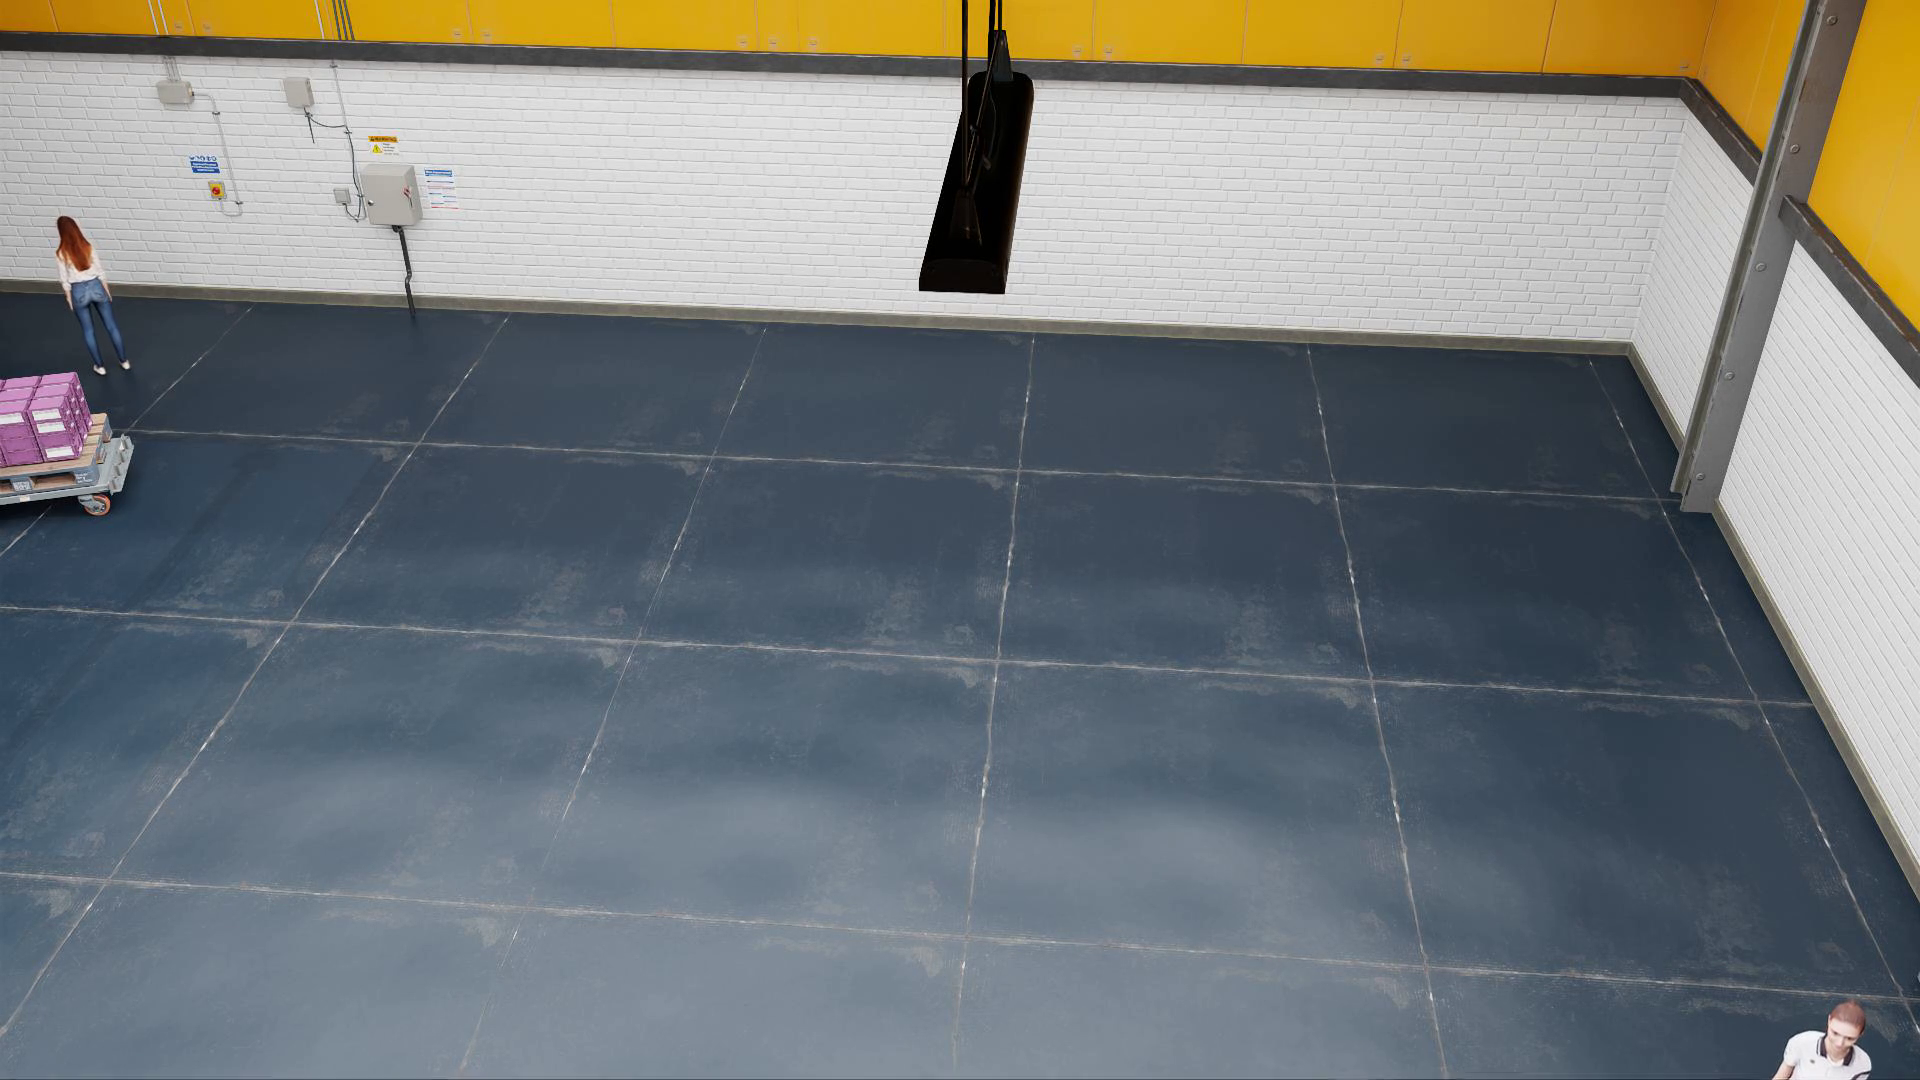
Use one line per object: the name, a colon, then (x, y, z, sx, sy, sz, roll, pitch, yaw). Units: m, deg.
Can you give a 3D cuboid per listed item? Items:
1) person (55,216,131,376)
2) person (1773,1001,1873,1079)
person: (-9.048, -2.544, 17.278, 0.646, 1.728, 0.688, -22, 39, -29)
person: (4.469, 3.073, 8.807, 0.643, 1.751, 0.639, 14, 36, 20)
